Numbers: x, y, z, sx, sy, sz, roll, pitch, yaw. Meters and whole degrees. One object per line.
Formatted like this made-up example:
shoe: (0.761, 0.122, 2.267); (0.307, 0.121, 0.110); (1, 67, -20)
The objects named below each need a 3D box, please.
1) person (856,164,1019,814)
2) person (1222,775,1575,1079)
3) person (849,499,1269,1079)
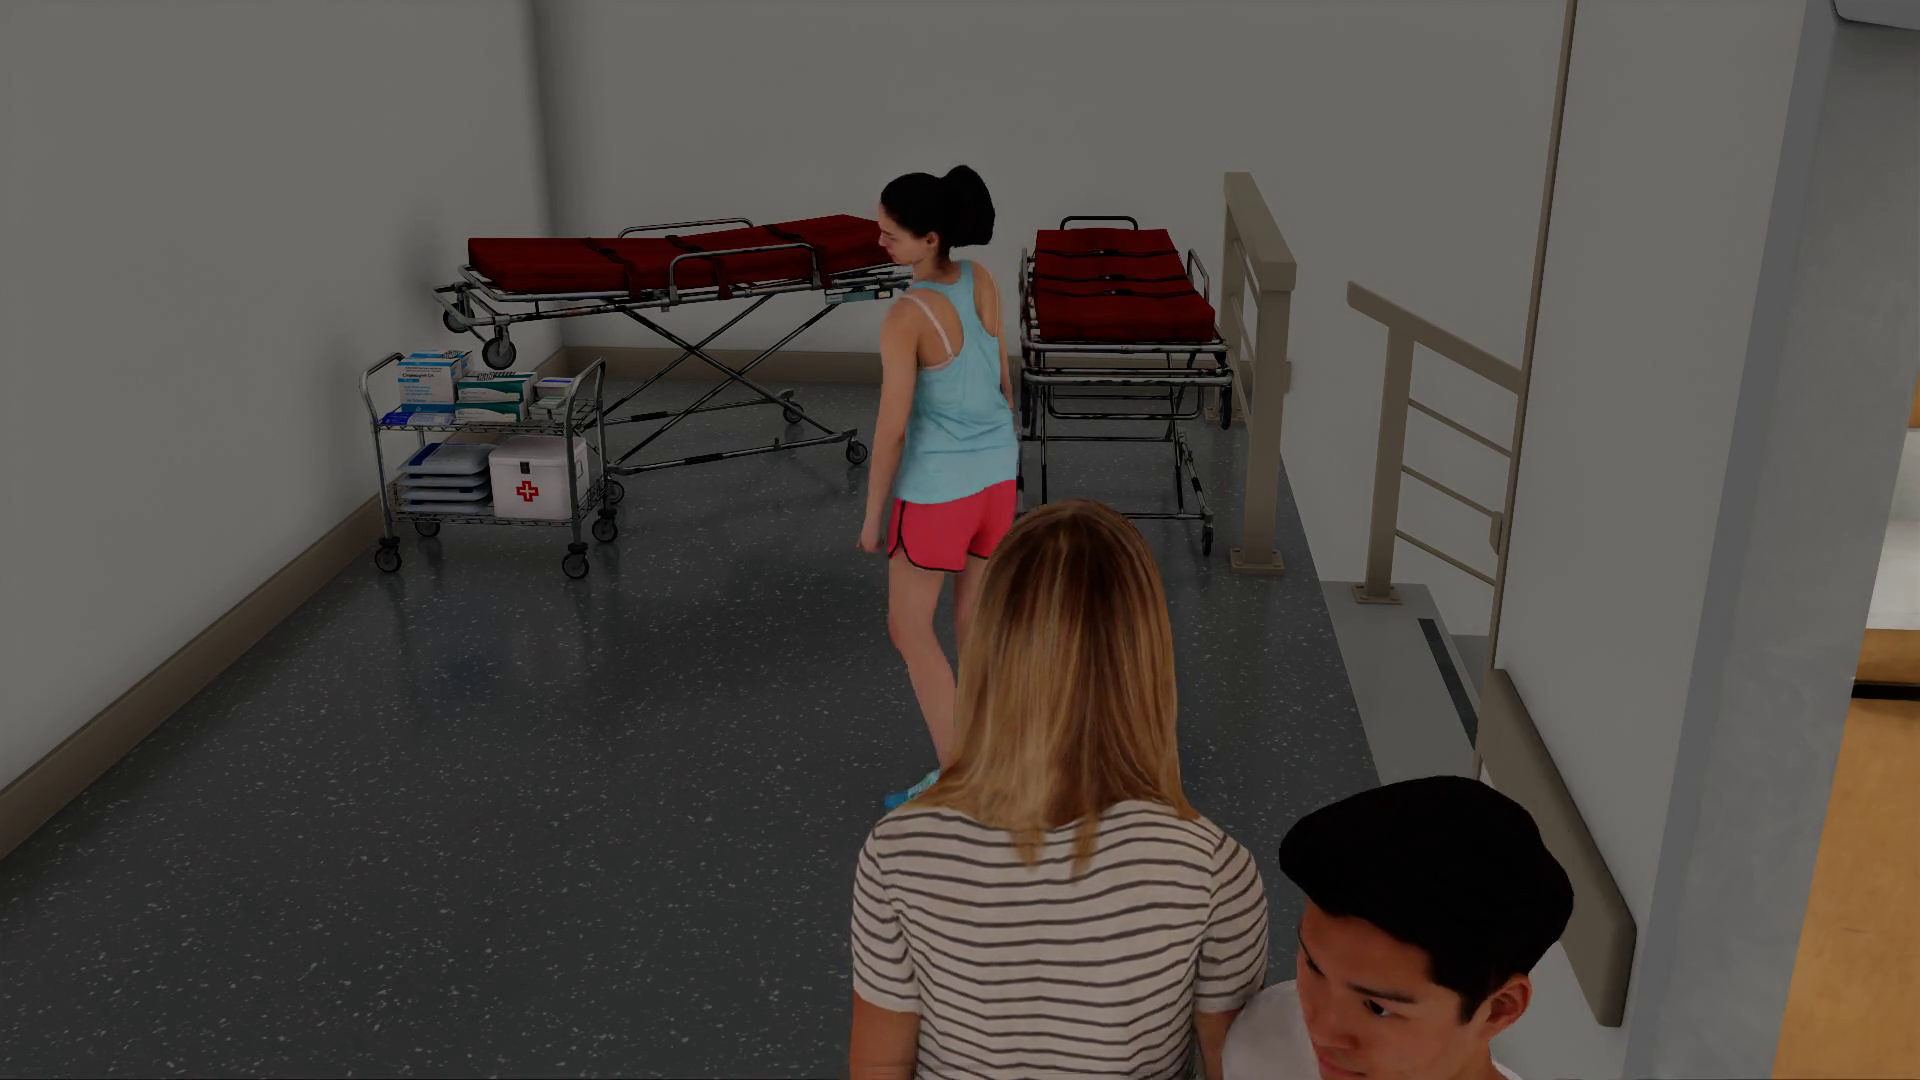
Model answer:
person: (0.002, -0.125, 4.437); (0.773, 1.757, 0.840); (-10, 23, -25)
person: (0.476, 0.950, 1.683); (0.986, 1.698, 0.966); (-10, 23, -24)
person: (0.096, 0.842, 1.792); (0.602, 1.822, 0.532); (2, 21, 6)
